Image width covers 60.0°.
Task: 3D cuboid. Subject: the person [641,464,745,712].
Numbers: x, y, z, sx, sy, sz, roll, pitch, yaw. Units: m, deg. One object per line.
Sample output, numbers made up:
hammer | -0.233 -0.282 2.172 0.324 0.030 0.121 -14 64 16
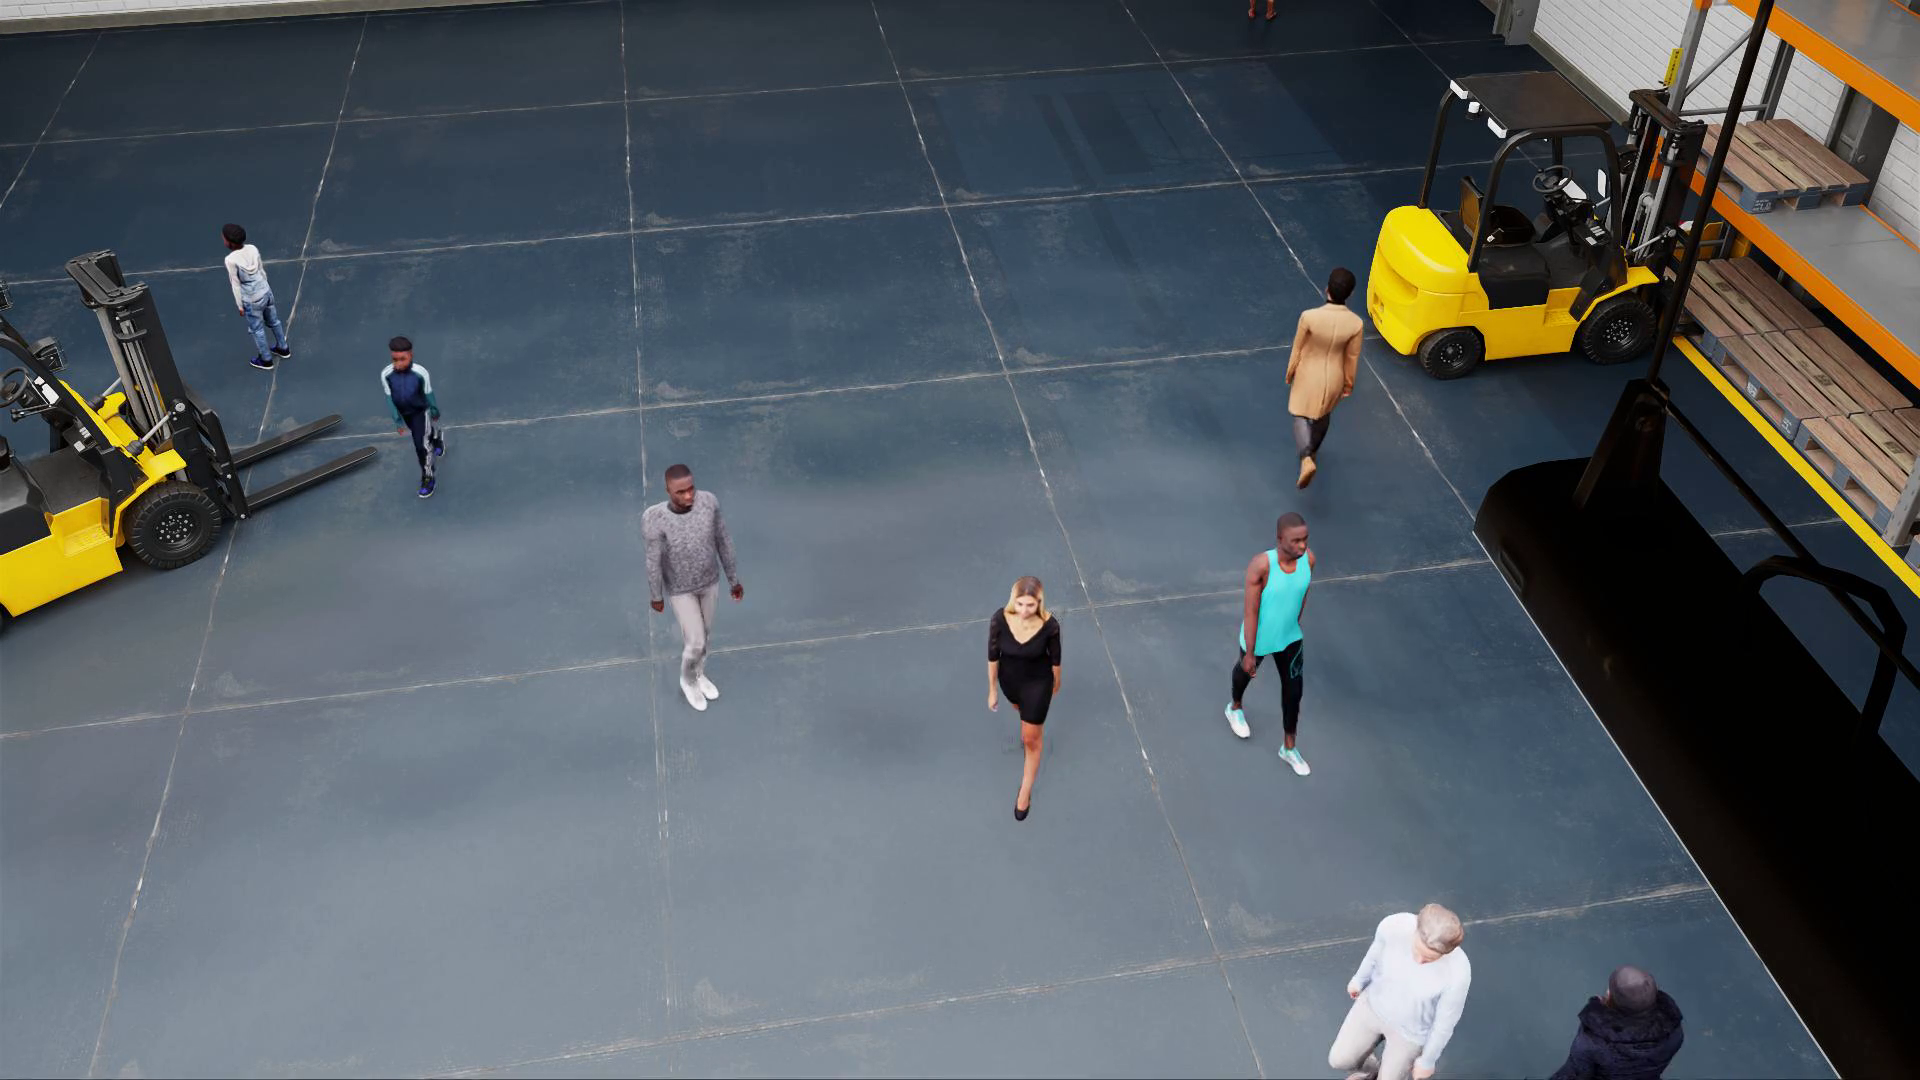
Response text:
person | -1.704 0.228 10.285 0.816 1.819 0.846 -28 47 -31

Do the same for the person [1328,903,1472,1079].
person | 2.115 2.202 7.783 0.930 1.857 0.827 -24 44 -27

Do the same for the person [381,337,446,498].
person | -4.013 -0.991 12.287 0.665 1.226 0.973 4 39 5

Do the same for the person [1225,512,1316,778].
person | 1.800 0.508 9.960 0.721 1.787 1.000 -11 40 -13

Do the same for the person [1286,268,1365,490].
person | 2.621 -1.148 12.101 0.769 1.704 1.010 2 39 2

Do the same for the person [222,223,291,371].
person | -5.742 -1.995 13.519 0.617 1.258 0.547 18 42 21

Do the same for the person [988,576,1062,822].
person | 0.391 0.791 9.731 0.844 1.631 1.103 10 40 12

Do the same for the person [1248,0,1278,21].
person | 3.573 -6.905 19.298 0.667 1.718 0.664 10 40 12

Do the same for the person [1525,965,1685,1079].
person | 2.946 2.584 7.483 0.747 1.635 1.054 -1 39 -1
